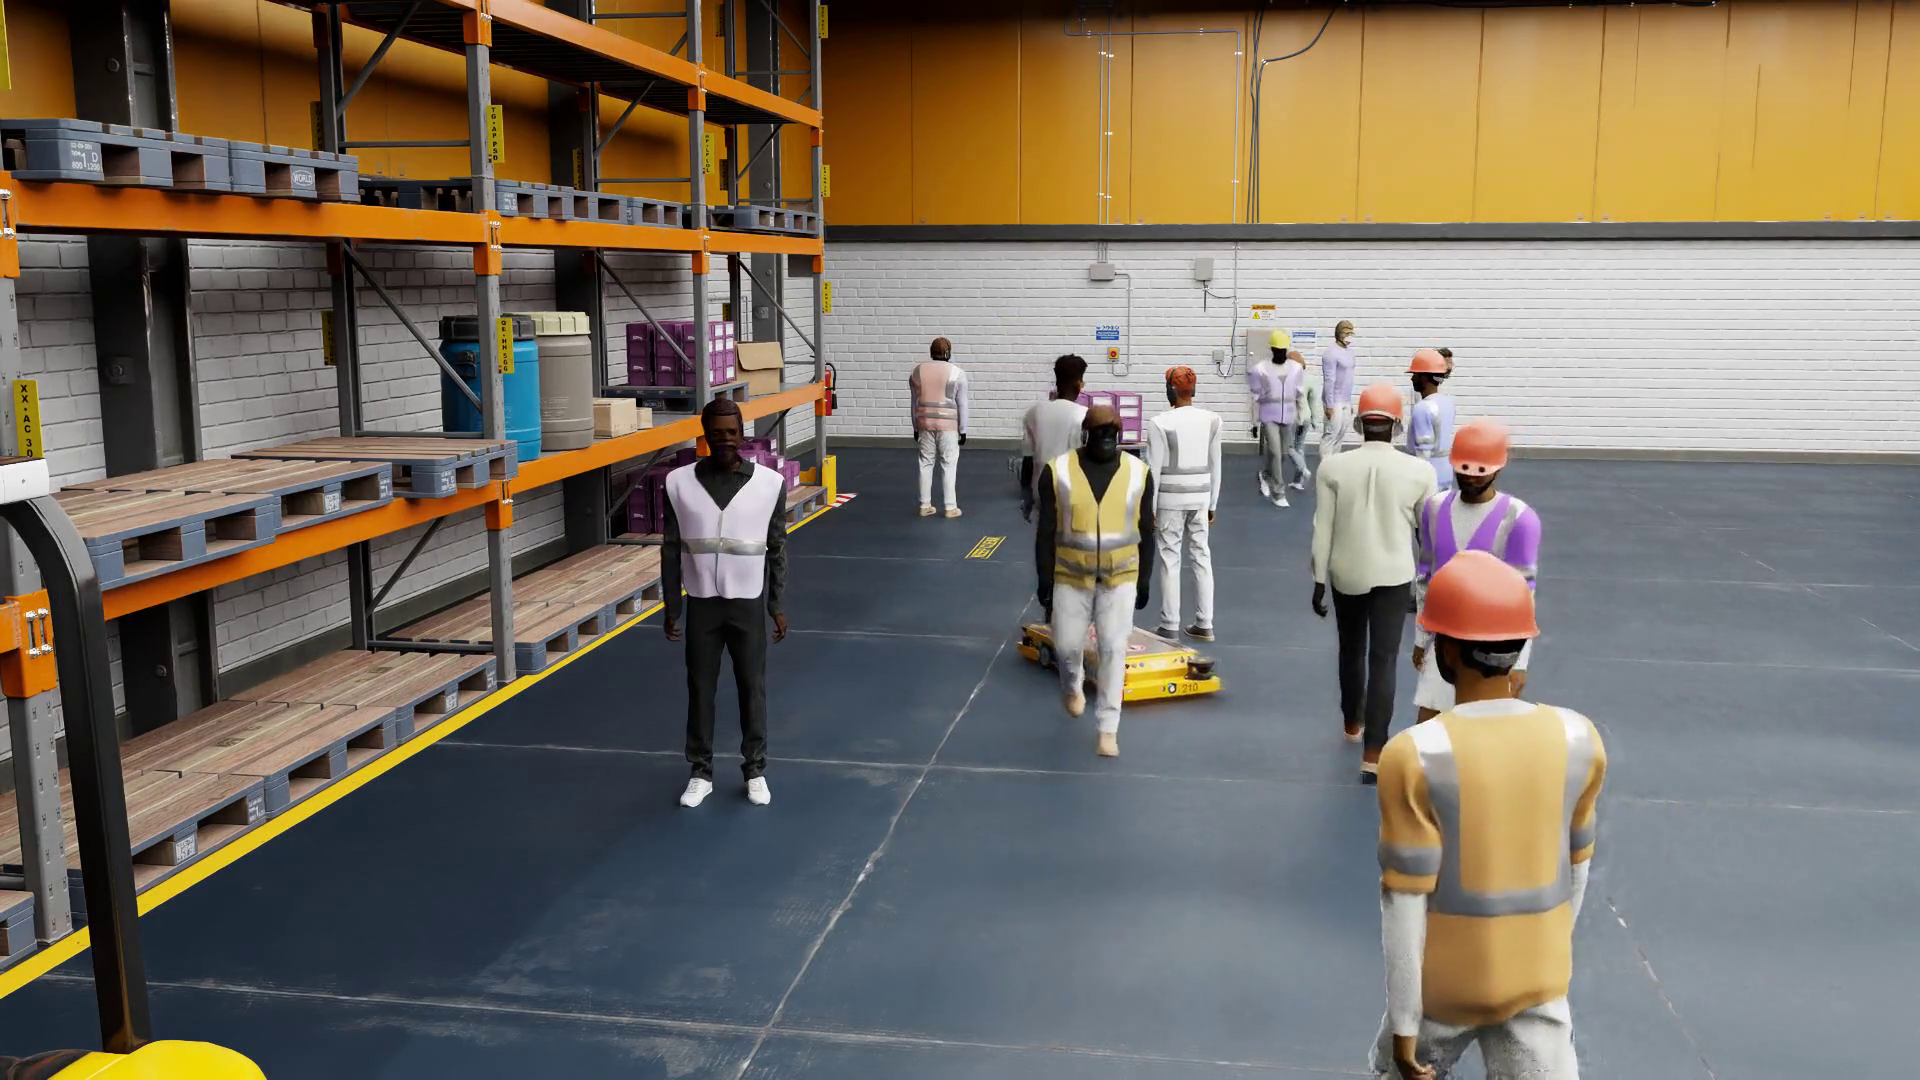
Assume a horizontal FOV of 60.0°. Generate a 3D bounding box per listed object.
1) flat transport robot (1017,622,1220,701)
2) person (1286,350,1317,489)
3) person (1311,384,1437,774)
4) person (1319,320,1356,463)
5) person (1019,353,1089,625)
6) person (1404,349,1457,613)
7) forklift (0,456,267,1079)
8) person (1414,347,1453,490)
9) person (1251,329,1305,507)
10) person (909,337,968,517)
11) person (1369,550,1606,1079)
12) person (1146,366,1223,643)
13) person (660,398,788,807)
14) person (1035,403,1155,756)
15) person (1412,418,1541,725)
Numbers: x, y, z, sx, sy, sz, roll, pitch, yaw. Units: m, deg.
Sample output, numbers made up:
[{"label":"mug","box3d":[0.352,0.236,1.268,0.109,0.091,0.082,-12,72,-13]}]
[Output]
[{"label":"flat transport robot","box3d":[0.950,0.714,10.287,0.652,0.197,1.431,-4,10,-23]},{"label":"person","box3d":[3.847,-1.348,18.877,0.526,1.608,0.540,-3,10,-17]},{"label":"person","box3d":[2.119,0.179,8.482,0.640,1.941,1.036,3,10,17]},{"label":"person","box3d":[4.400,-1.582,19.326,0.376,1.937,0.629,7,11,36]},{"label":"person","box3d":[0.774,-0.318,11.504,0.618,1.935,0.733,6,11,35]},{"label":"person","box3d":[3.406,-0.425,12.183,0.375,1.939,0.546,7,12,37]},{"label":"forklift","box3d":[-2.328,0.975,2.765,2.313,2.155,1.214,1,9,9]},{"label":"person","box3d":[4.144,-0.802,14.823,0.533,1.846,0.824,-6,11,-34]},{"label":"person","box3d":[3.405,-1.337,17.978,0.594,1.896,0.879,-2,9,-12]},{"label":"person","box3d":[-0.205,-1.143,16.955,0.619,1.836,0.430,3,10,19]},{"label":"person","box3d":[1.181,0.973,3.725,0.540,1.899,0.998,-1,9,-8]},{"label":"person","box3d":[1.501,-0.236,11.230,0.574,1.876,0.340,-4,10,-22]},{"label":"person","box3d":[-1.104,0.291,7.820,0.595,1.921,0.386,-1,9,-4]},{"label":"person","box3d":[0.715,0.180,8.791,0.637,1.824,0.708,0,9,1]},{"label":"person","box3d":[2.164,0.428,7.037,0.470,1.902,0.581,-9,13,-44]}]
